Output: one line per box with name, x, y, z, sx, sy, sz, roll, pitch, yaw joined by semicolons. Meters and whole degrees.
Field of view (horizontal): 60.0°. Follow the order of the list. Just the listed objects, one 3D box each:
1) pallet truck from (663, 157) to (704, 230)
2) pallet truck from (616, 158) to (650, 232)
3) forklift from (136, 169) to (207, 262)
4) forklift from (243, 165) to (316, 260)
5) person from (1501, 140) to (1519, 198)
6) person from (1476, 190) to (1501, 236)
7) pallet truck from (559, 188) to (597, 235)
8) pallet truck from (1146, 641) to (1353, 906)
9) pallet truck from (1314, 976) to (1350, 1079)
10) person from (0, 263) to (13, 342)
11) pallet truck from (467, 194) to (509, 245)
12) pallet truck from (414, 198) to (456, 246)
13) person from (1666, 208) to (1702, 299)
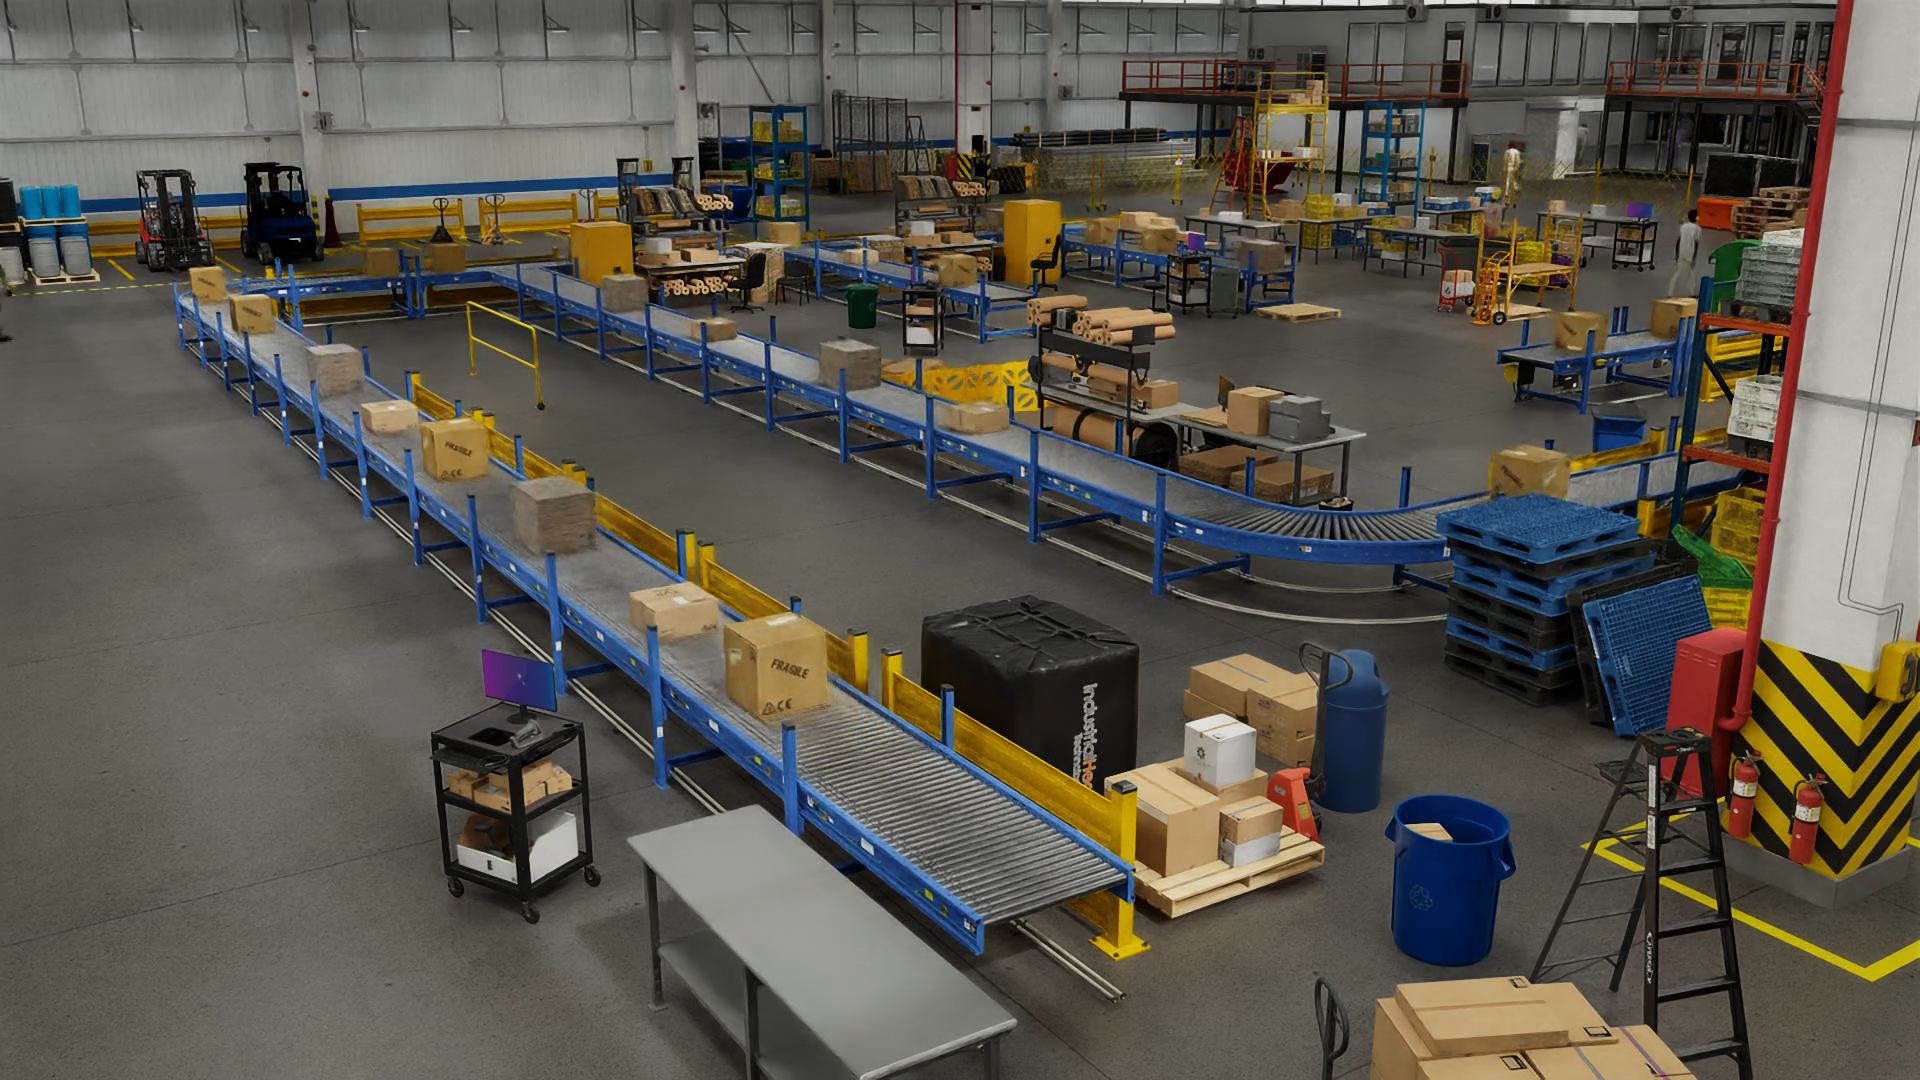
pallet truck;-7.586;-9.308;44.692;0.823;1.965;1.885;-11;20;-33
pallet truck;-8.918;-9.176;44.255;0.823;1.965;1.885;-9;19;-27
forklift;-17.842;-7.318;37.559;1.157;1.987;2.680;-10;20;-31
forklift;-15.898;-7.669;38.708;1.157;1.987;2.680;-11;20;-33
person;17.890;-12.058;54.073;0.577;1.870;0.459;-7;18;-21
person;11.999;-7.114;37.889;0.335;1.708;0.615;-10;19;-30
pallet truck;-10.010;-8.652;43.699;0.653;1.274;1.630;-10;20;-31
pallet truck;1.664;1.407;10.232;1.630;1.274;0.653;-10;20;-31
pallet truck;2.299;2.390;7.086;1.601;1.201;0.680;-2;17;-7
person;-16.567;-4.275;28.295;0.860;1.805;0.600;7;18;22
pallet truck;-11.983;-8.177;42.137;0.704;1.261;1.522;-11;20;-33
pallet truck;-13.250;-8.060;41.856;0.680;1.201;1.601;-10;20;-31
person;14.215;-5.572;32.585;0.989;1.820;0.537;-13;21;-36
